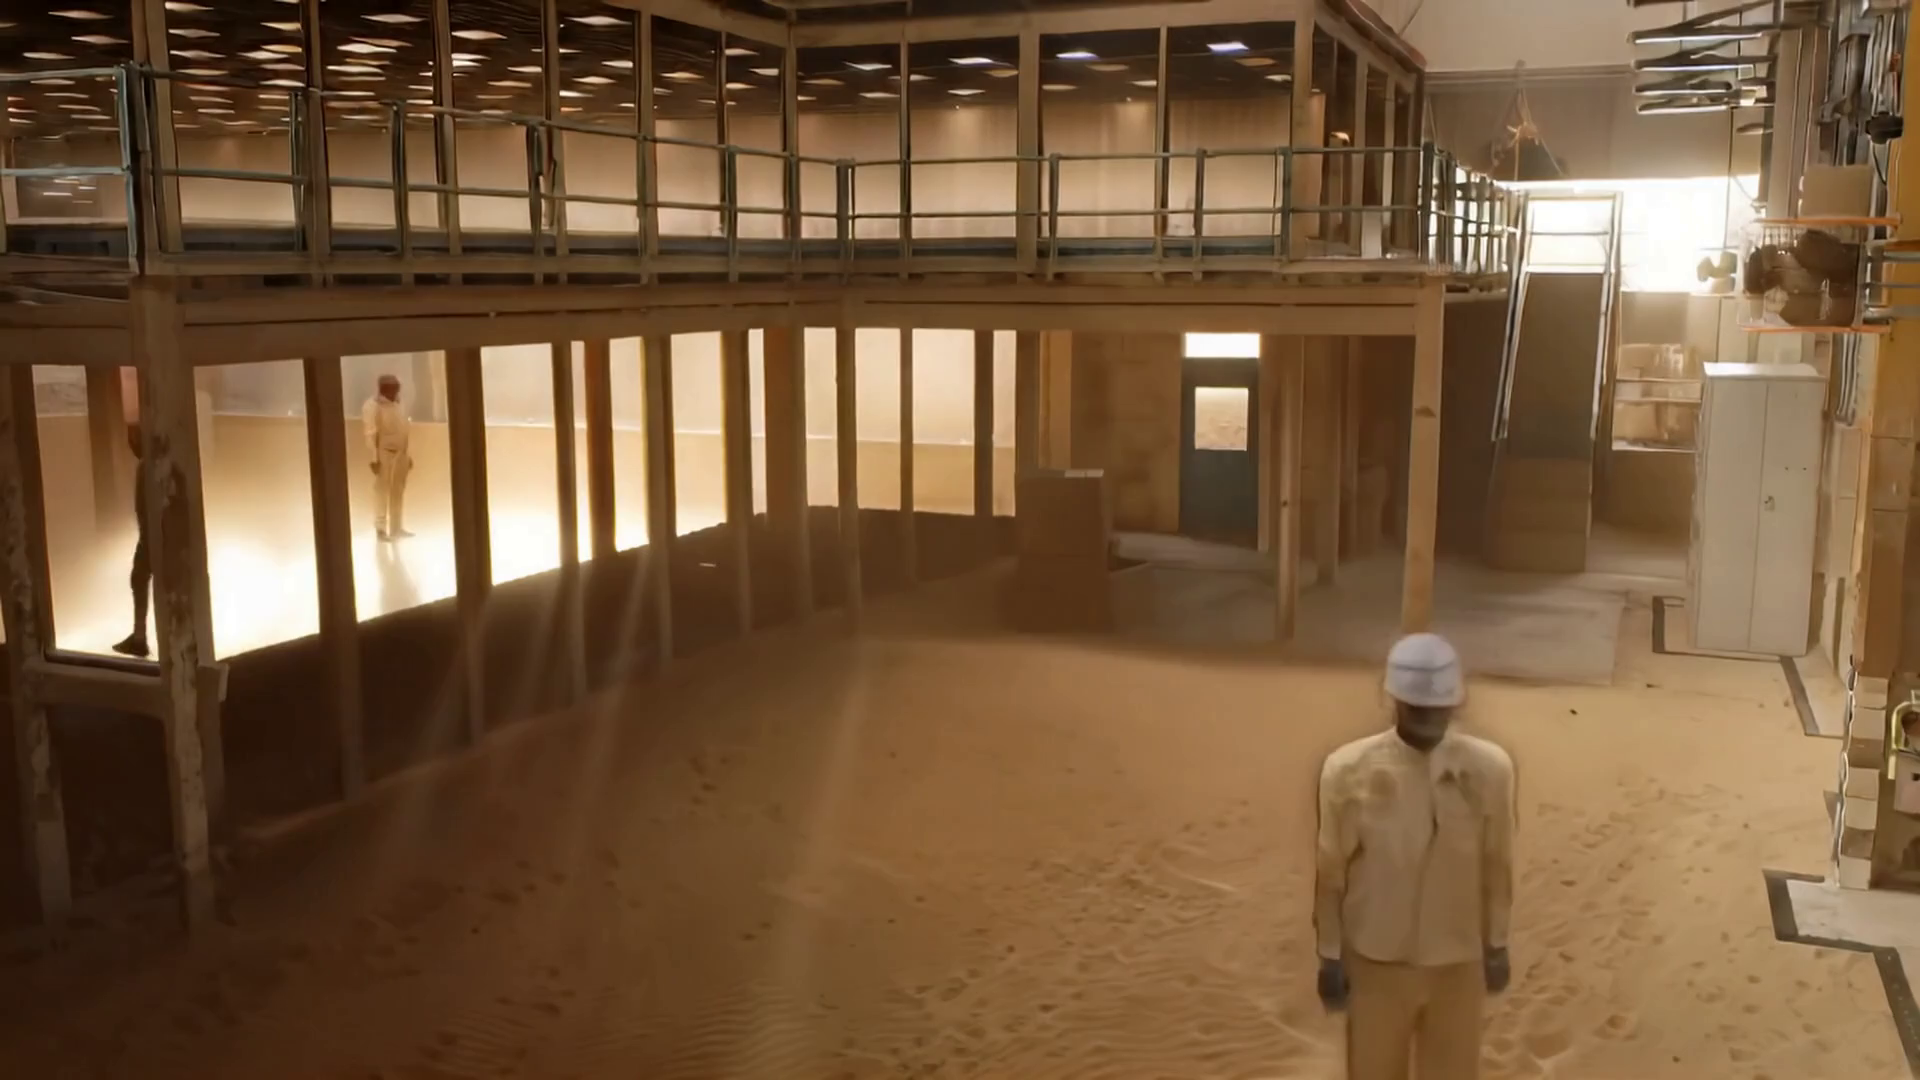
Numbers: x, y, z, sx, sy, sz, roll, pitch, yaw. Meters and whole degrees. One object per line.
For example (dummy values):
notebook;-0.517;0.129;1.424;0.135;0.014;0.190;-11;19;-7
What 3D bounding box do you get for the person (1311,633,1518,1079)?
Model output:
person;1.405;1.244;5.154;0.644;1.977;0.460;0;9;2
